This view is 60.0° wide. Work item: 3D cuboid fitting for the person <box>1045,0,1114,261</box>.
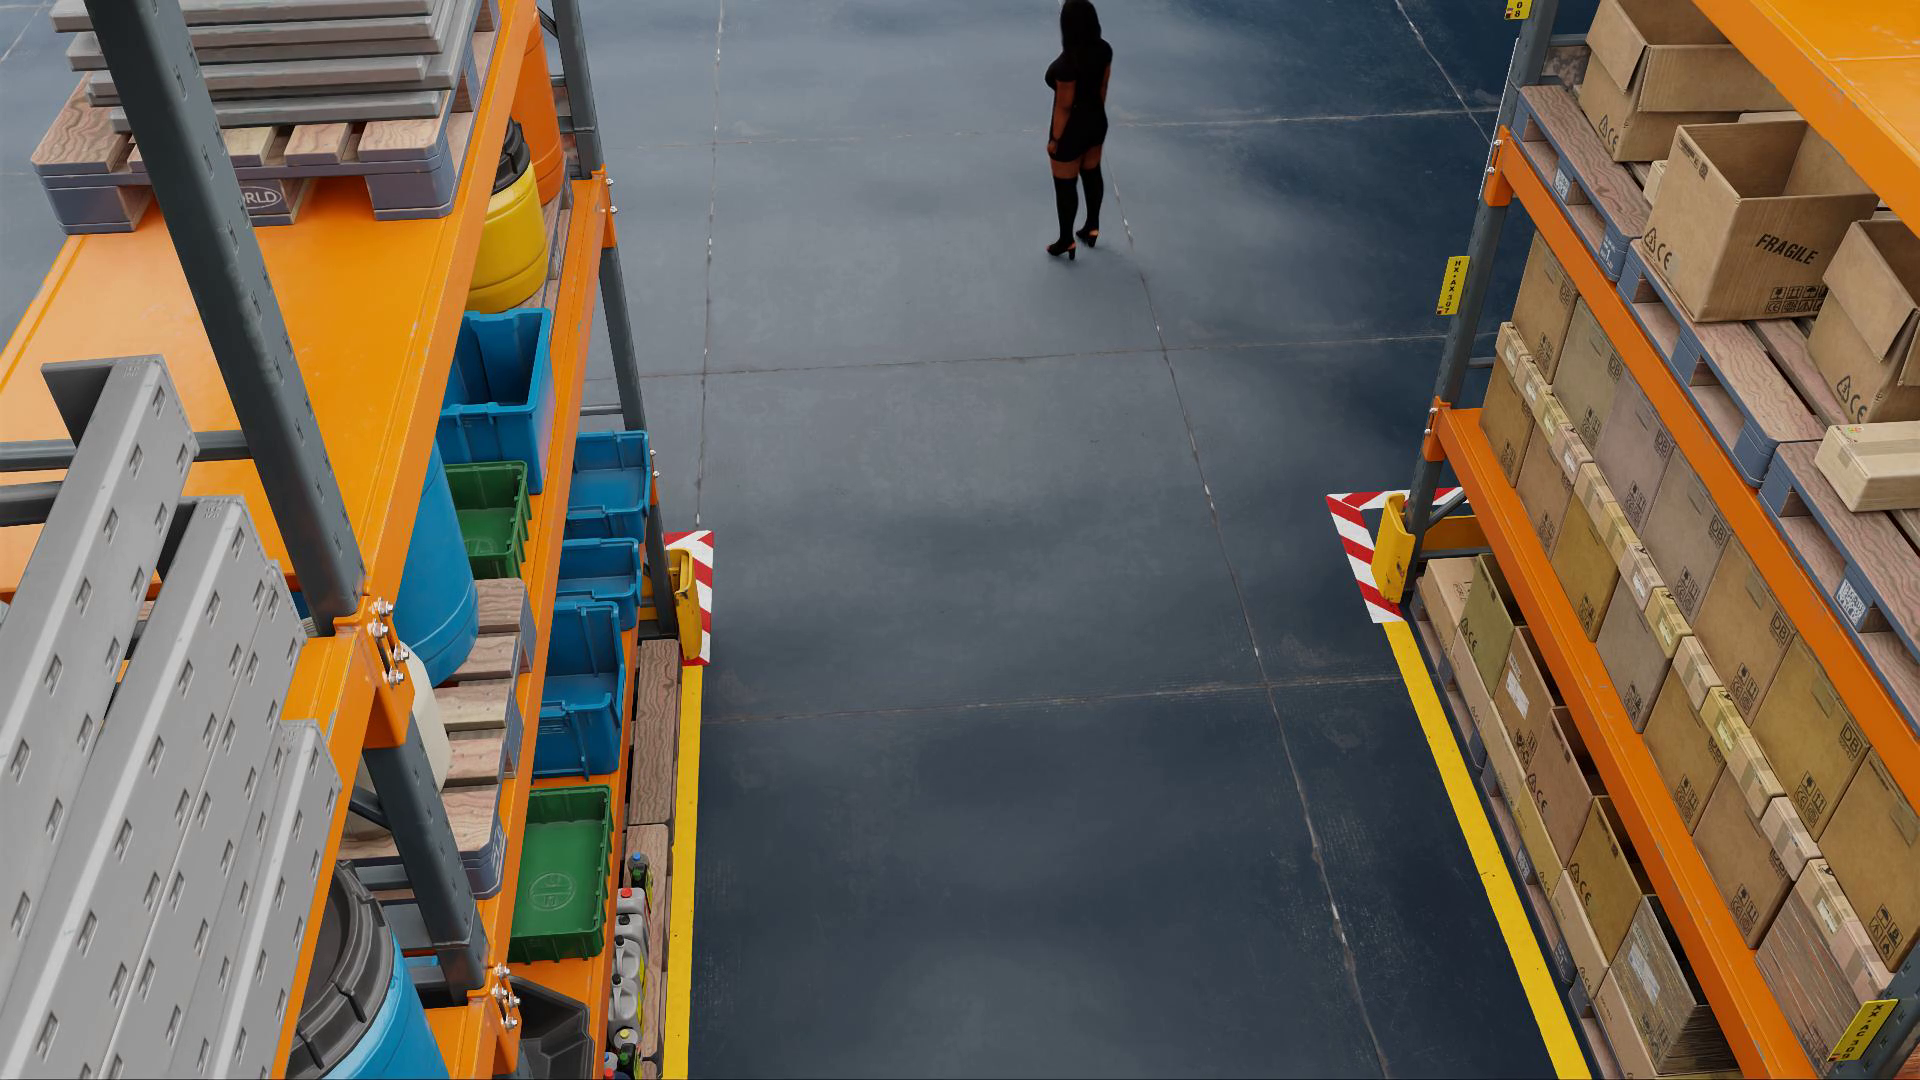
[{"bbox_3d":[0.795,-2.750,11.176,0.754,1.852,0.794,-31,51,-30],"label":"person"}]
